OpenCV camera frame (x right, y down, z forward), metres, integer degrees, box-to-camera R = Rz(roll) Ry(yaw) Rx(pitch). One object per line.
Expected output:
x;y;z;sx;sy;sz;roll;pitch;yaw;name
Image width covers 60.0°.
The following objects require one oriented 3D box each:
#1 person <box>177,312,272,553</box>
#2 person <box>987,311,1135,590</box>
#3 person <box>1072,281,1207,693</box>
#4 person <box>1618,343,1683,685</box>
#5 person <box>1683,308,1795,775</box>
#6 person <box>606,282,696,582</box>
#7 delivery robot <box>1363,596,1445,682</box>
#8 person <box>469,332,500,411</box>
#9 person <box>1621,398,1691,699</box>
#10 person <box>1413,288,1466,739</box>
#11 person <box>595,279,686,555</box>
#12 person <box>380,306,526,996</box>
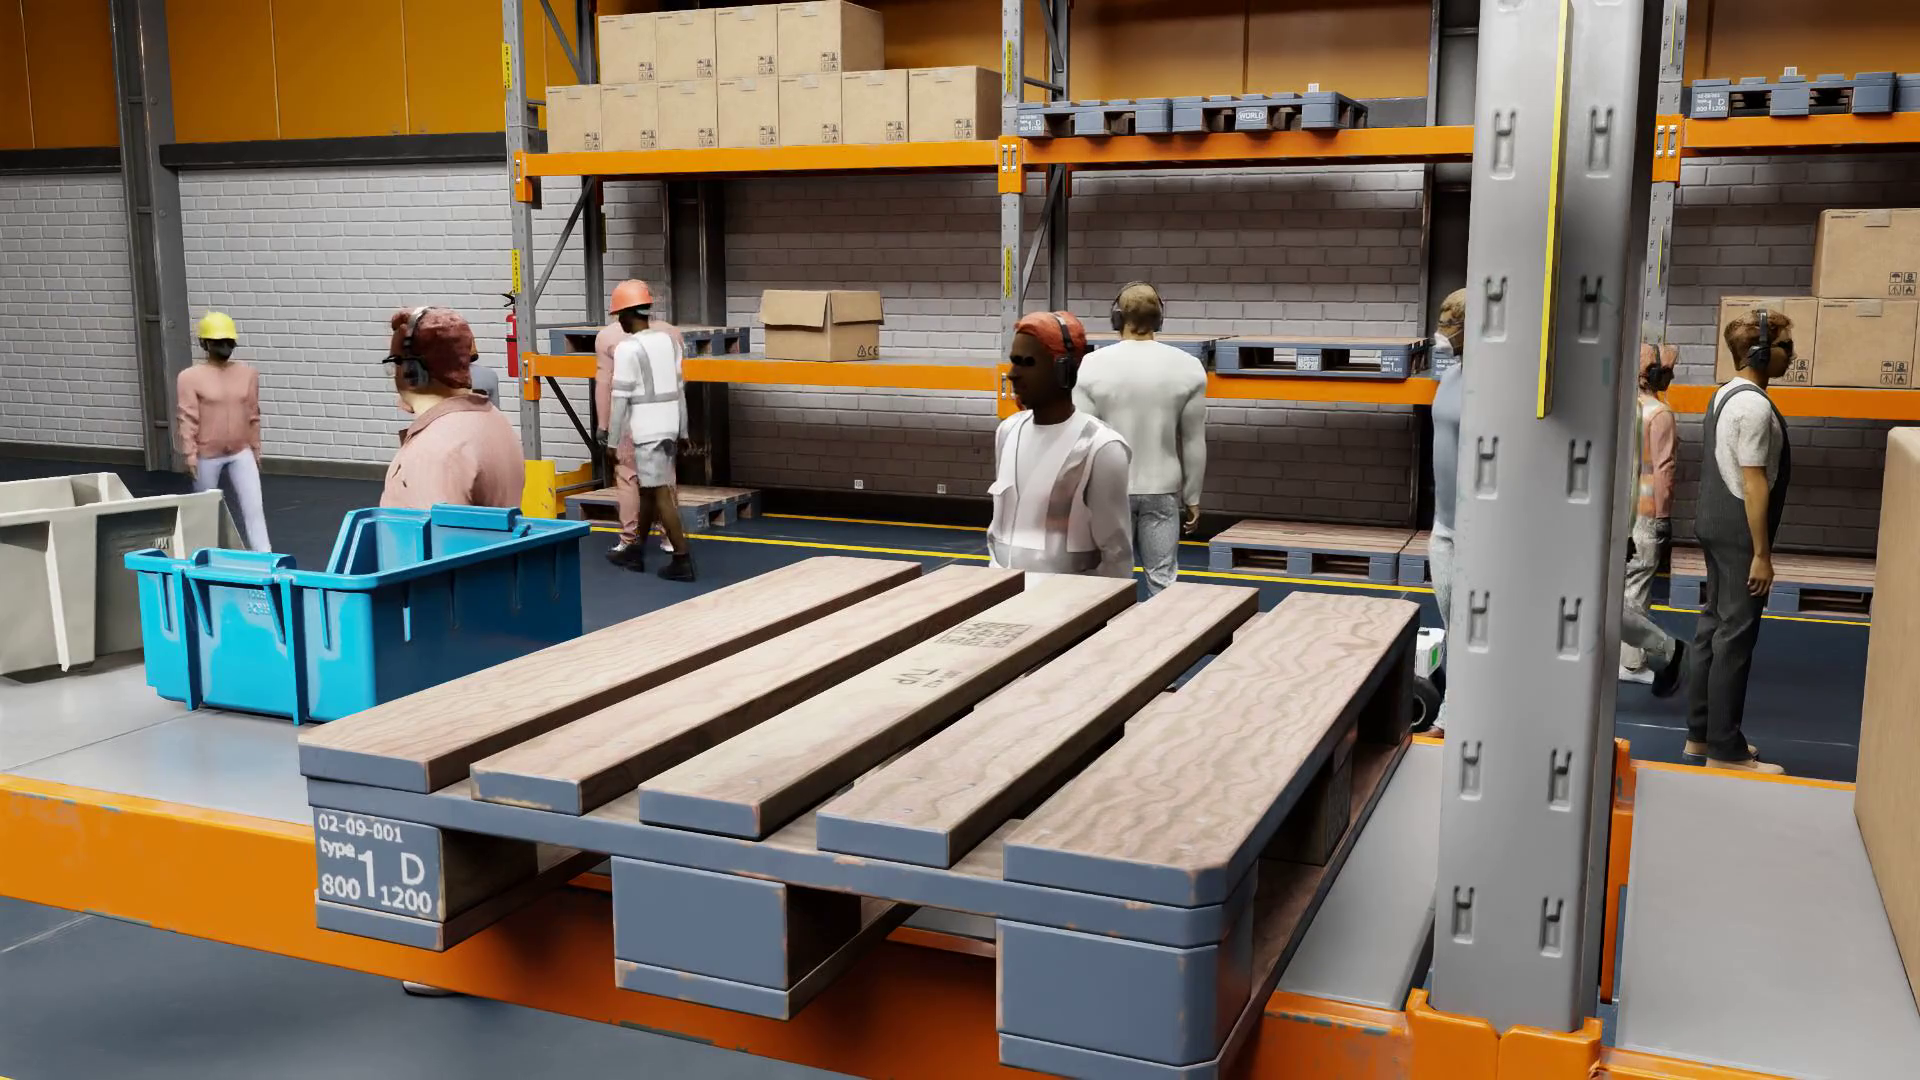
-4.505;-0.529;10.216;0.883;1.718;0.537;9;13;43;person
0.269;0.271;4.924;0.362;1.883;0.575;-6;11;-34;person
0.793;-0.192;7.527;0.638;1.937;0.357;-1;10;-6;person
3.272;-0.128;8.042;0.310;1.638;0.523;-1;10;-8;person
3.077;0.021;6.534;0.346;1.847;0.507;1;10;8;person
-2.063;-0.681;10.590;0.906;1.891;0.566;5;11;27;person
1.751;0.490;7.300;0.707;0.478;0.477;3;10;19;delivery robot
-3.166;-0.559;10.635;0.501;1.633;0.285;-9;13;-42;person
2.869;-0.096;7.378;0.665;1.799;0.625;-1;10;-7;person
2.030;-0.034;6.597;0.371;1.935;0.629;-1;10;-6;person
-2.206;-0.830;11.446;0.652;1.906;0.403;-6;11;-31;person
-1.423;0.307;4.645;0.401;1.904;0.646;0;9;-2;person
